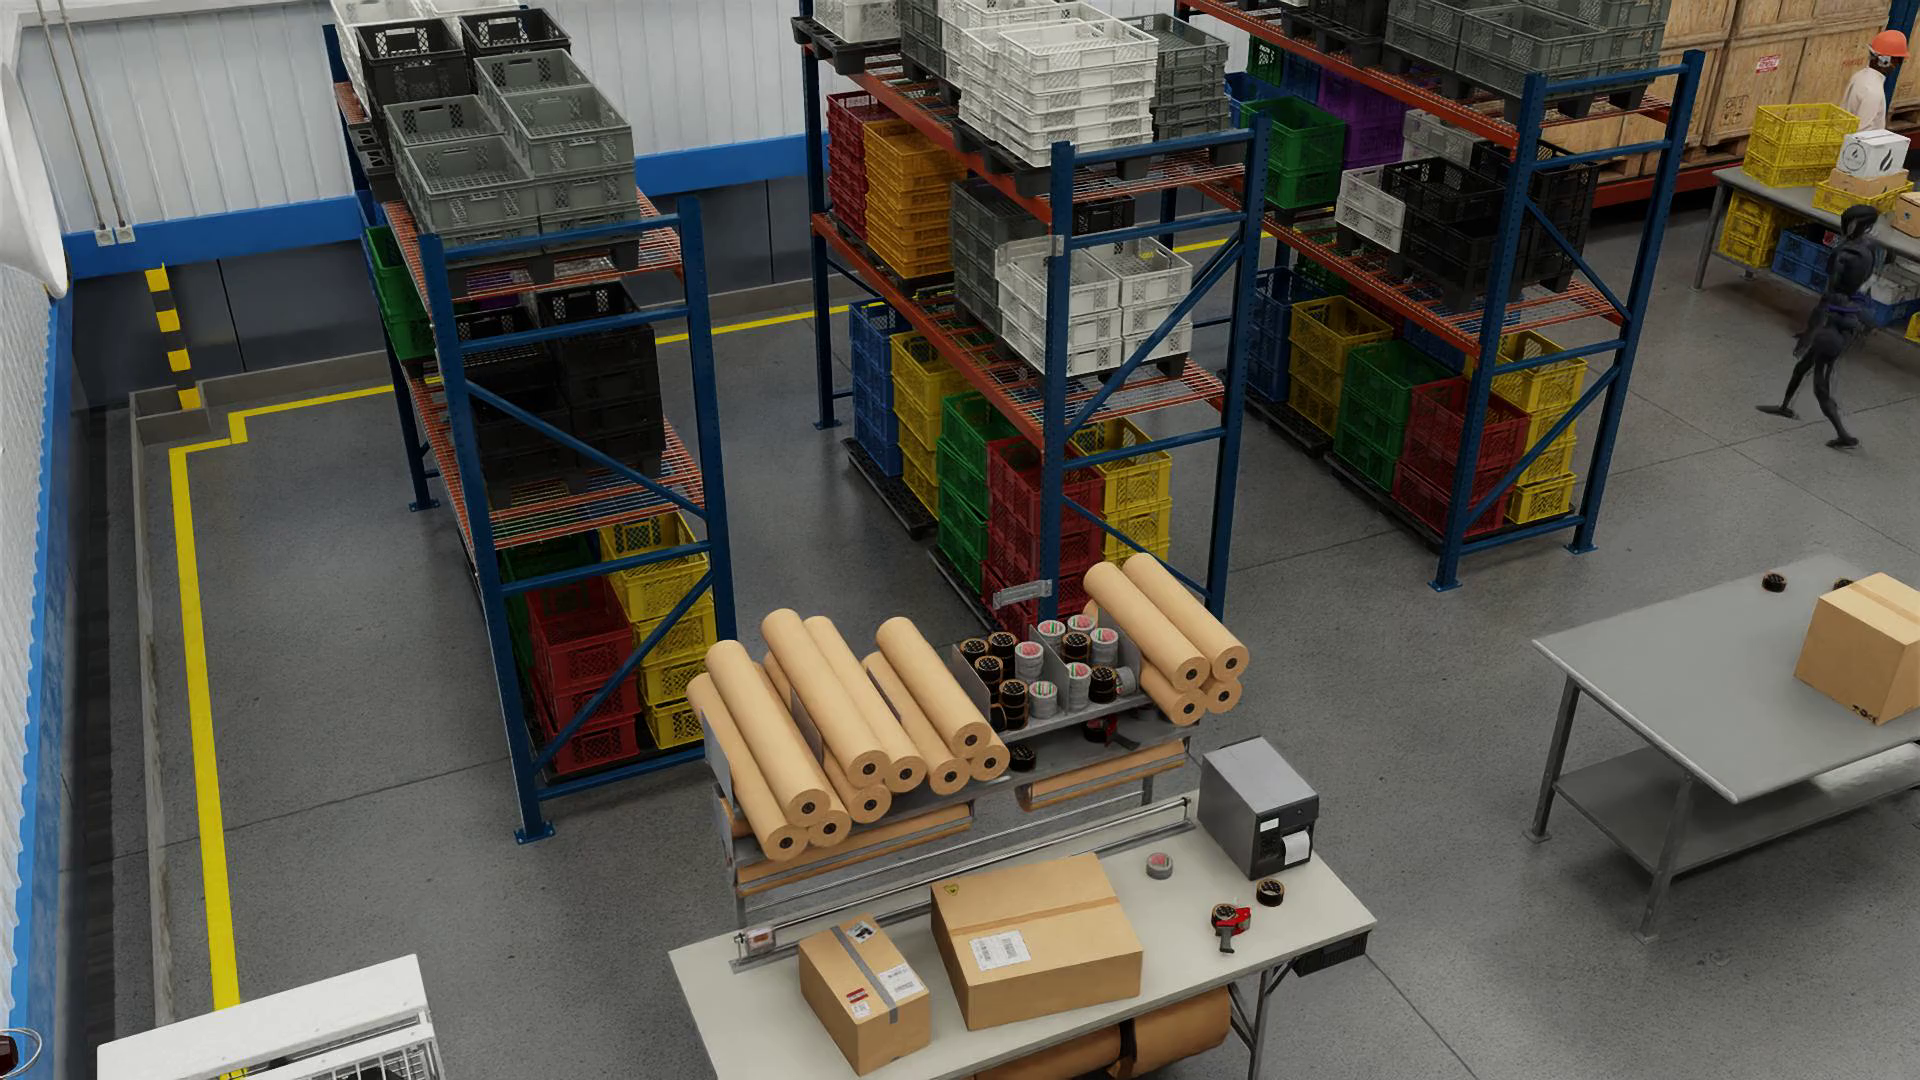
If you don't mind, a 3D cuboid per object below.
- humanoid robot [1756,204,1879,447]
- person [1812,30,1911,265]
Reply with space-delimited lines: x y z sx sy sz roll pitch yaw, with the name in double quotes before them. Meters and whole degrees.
"humanoid robot" 5.816 -1.427 11.006 0.713 1.639 0.602 24 39 33
"person" 7.177 -3.086 13.346 0.393 1.986 0.614 10 33 15
